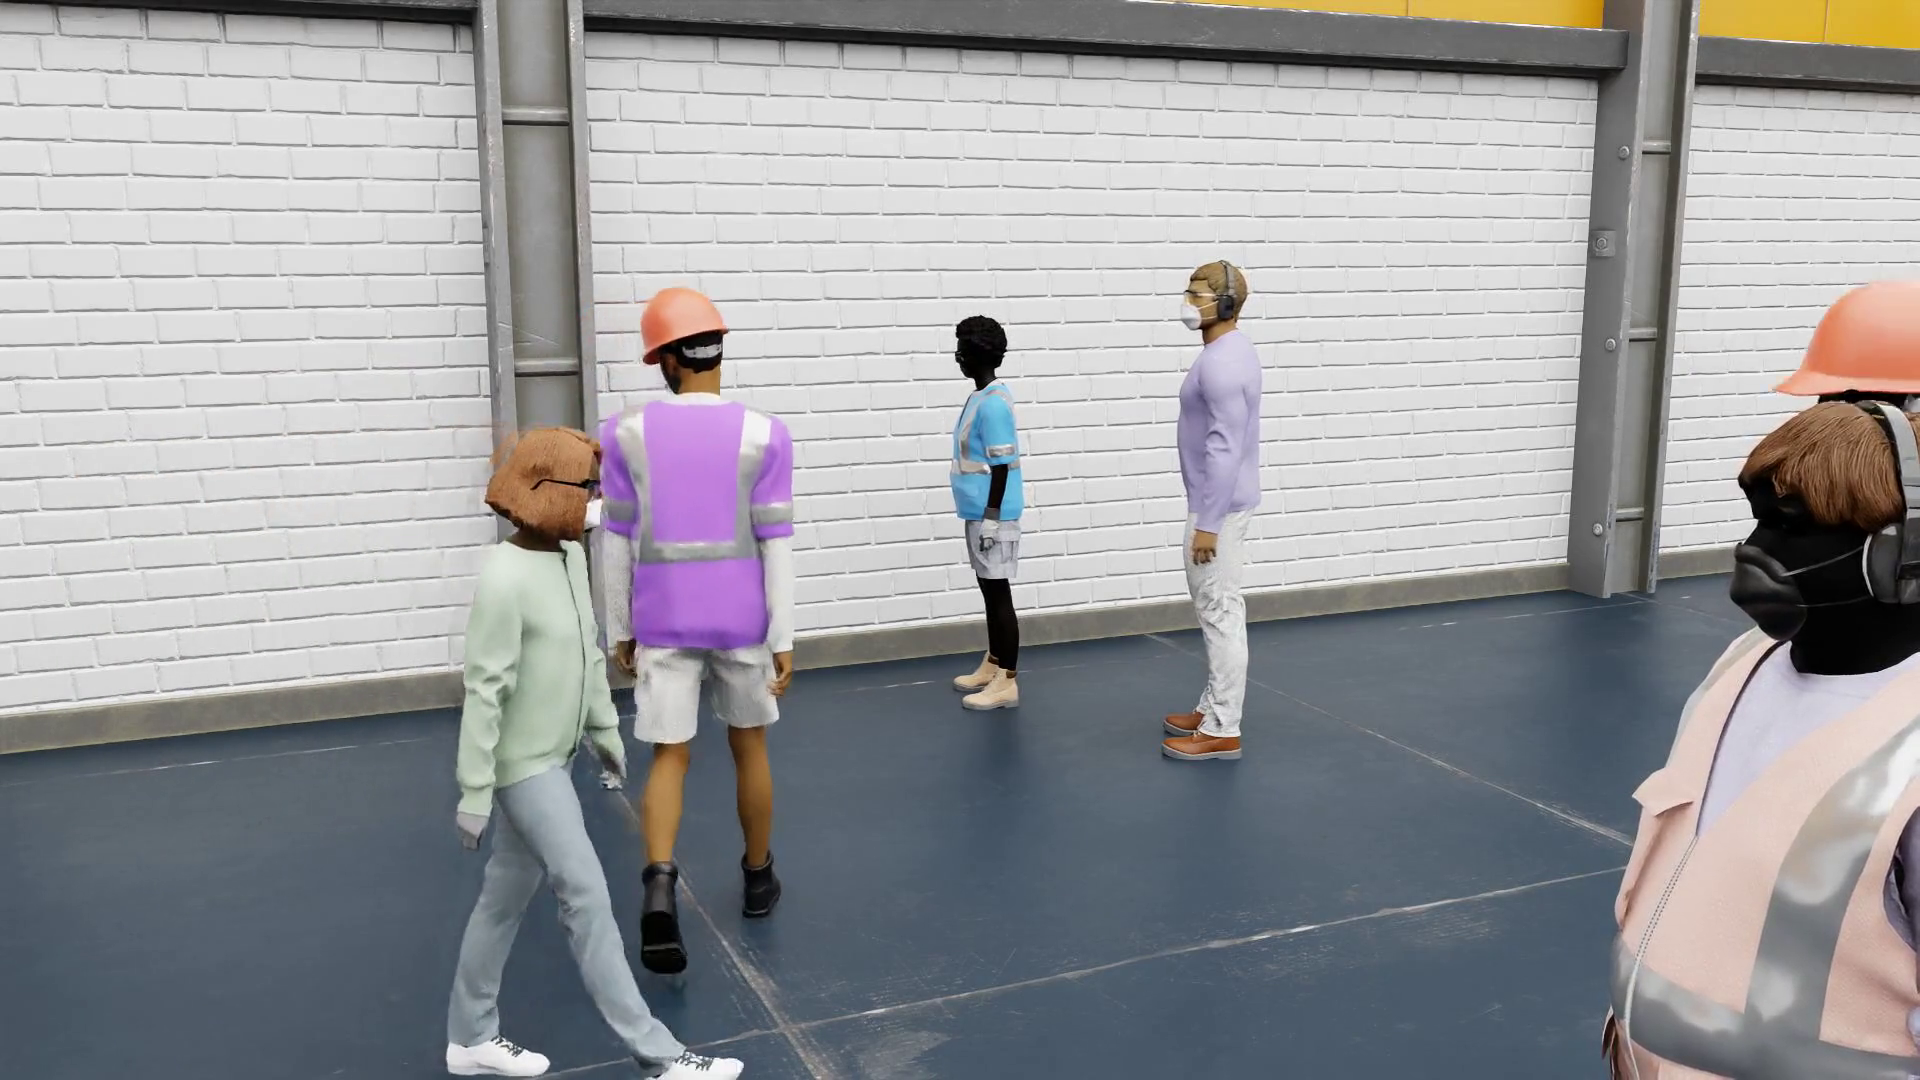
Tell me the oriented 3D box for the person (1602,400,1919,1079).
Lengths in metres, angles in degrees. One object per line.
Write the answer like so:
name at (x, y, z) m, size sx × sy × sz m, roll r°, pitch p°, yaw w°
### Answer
person at (0.999, 0.752, 2.006) m, size 0.429 × 1.844 × 0.627 m, roll 0°, pitch 10°, yaw -2°

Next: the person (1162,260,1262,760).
person at (0.989, -0.113, 6.502) m, size 0.366 × 1.940 × 0.635 m, roll 2°, pitch 10°, yaw 10°

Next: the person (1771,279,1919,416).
person at (1.449, 0.562, 2.744) m, size 0.983 × 1.946 × 0.627 m, roll 1°, pitch 10°, yaw 7°

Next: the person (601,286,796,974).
person at (-0.731, 0.247, 4.659) m, size 0.549 × 1.900 × 0.801 m, roll -1°, pitch 10°, yaw -4°

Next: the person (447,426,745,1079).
person at (-0.877, 0.533, 3.877) m, size 0.830 × 1.586 × 0.515 m, roll 1°, pitch 10°, yaw 5°

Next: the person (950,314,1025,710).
person at (0.114, -0.120, 7.199) m, size 0.318 × 1.698 × 0.539 m, roll -1°, pitch 10°, yaw -5°
